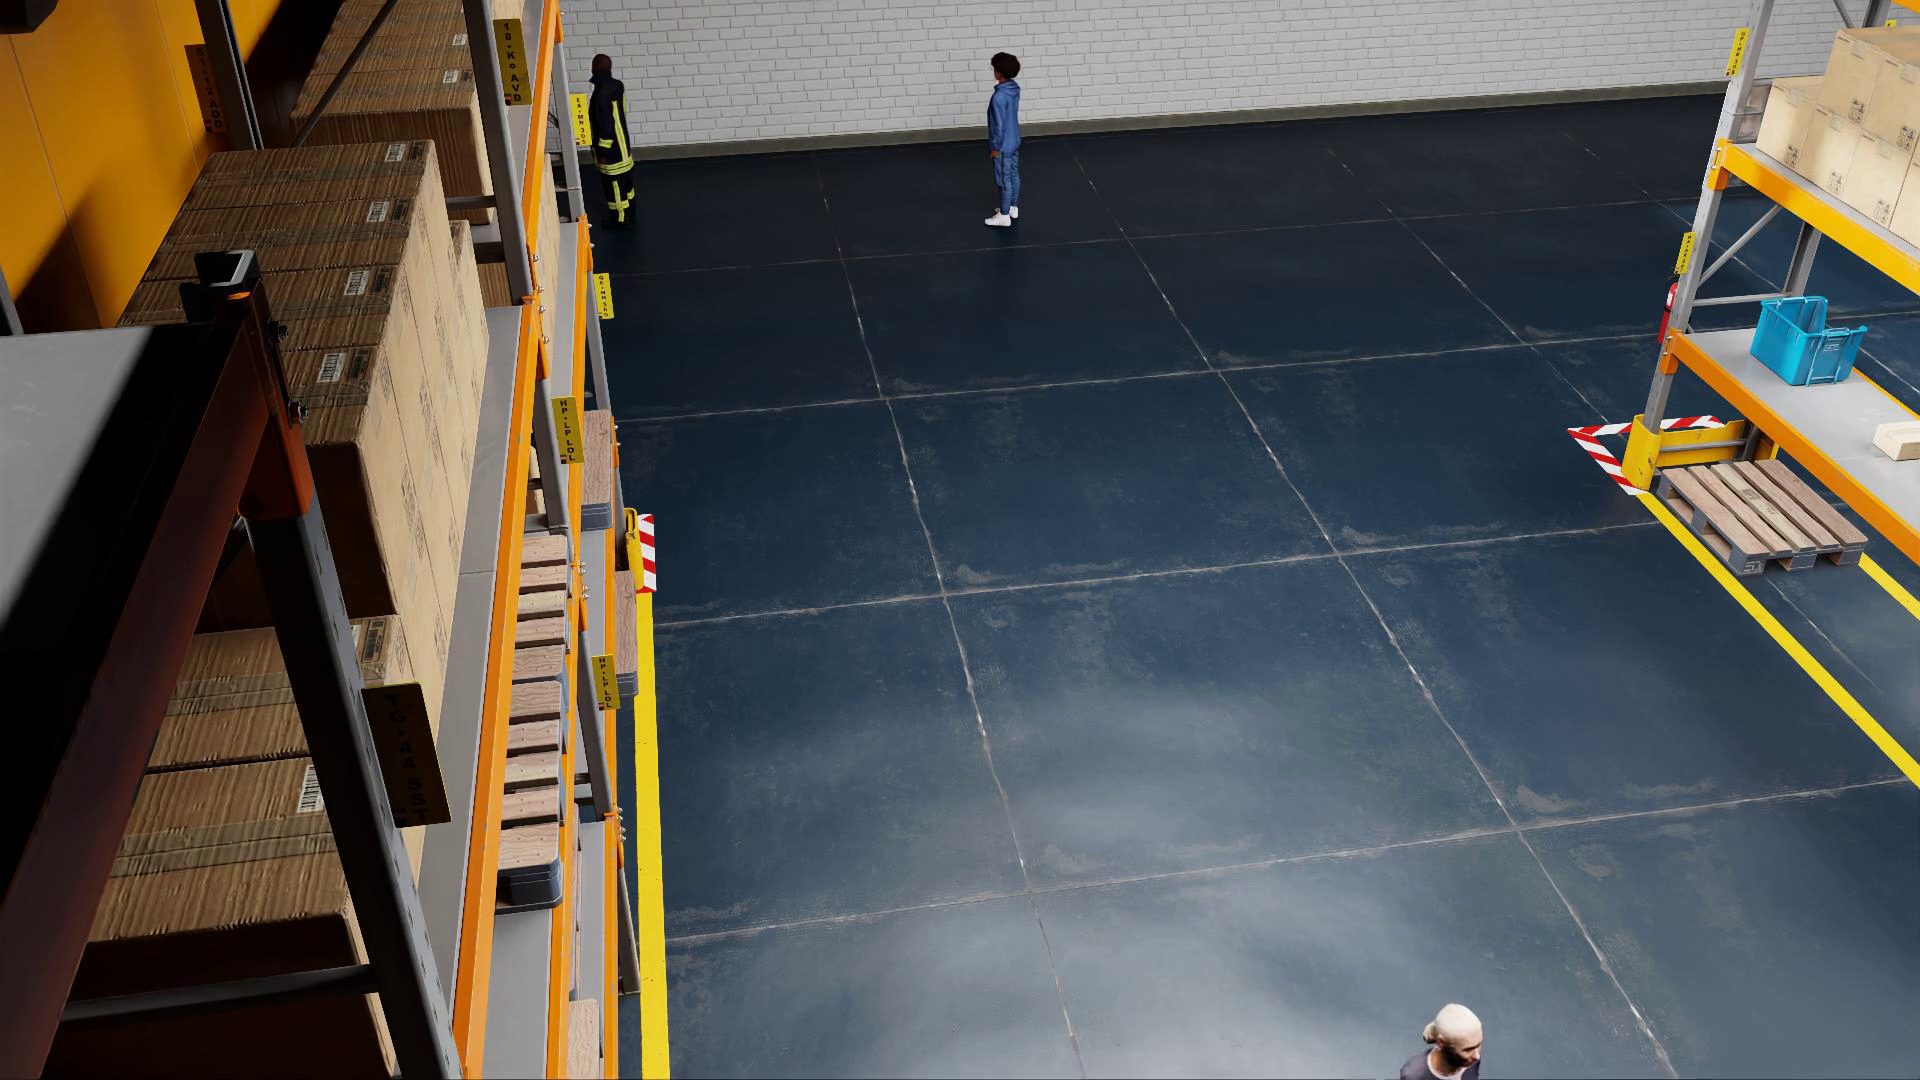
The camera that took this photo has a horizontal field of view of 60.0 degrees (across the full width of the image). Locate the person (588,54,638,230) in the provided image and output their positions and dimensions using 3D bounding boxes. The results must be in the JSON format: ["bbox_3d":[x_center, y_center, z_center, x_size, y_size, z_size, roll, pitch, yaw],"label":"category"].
[{"bbox_3d":[-3.608,-4.154,17.256,0.896,1.822,0.747,6,34,9],"label":"person"}]

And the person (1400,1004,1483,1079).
[{"bbox_3d":[1.960,2.573,7.238,0.721,1.710,0.858,-13,36,-19],"label":"person"}]

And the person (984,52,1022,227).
[{"bbox_3d":[0.471,-4.170,17.292,0.815,1.811,0.708,14,36,20],"label":"person"}]
